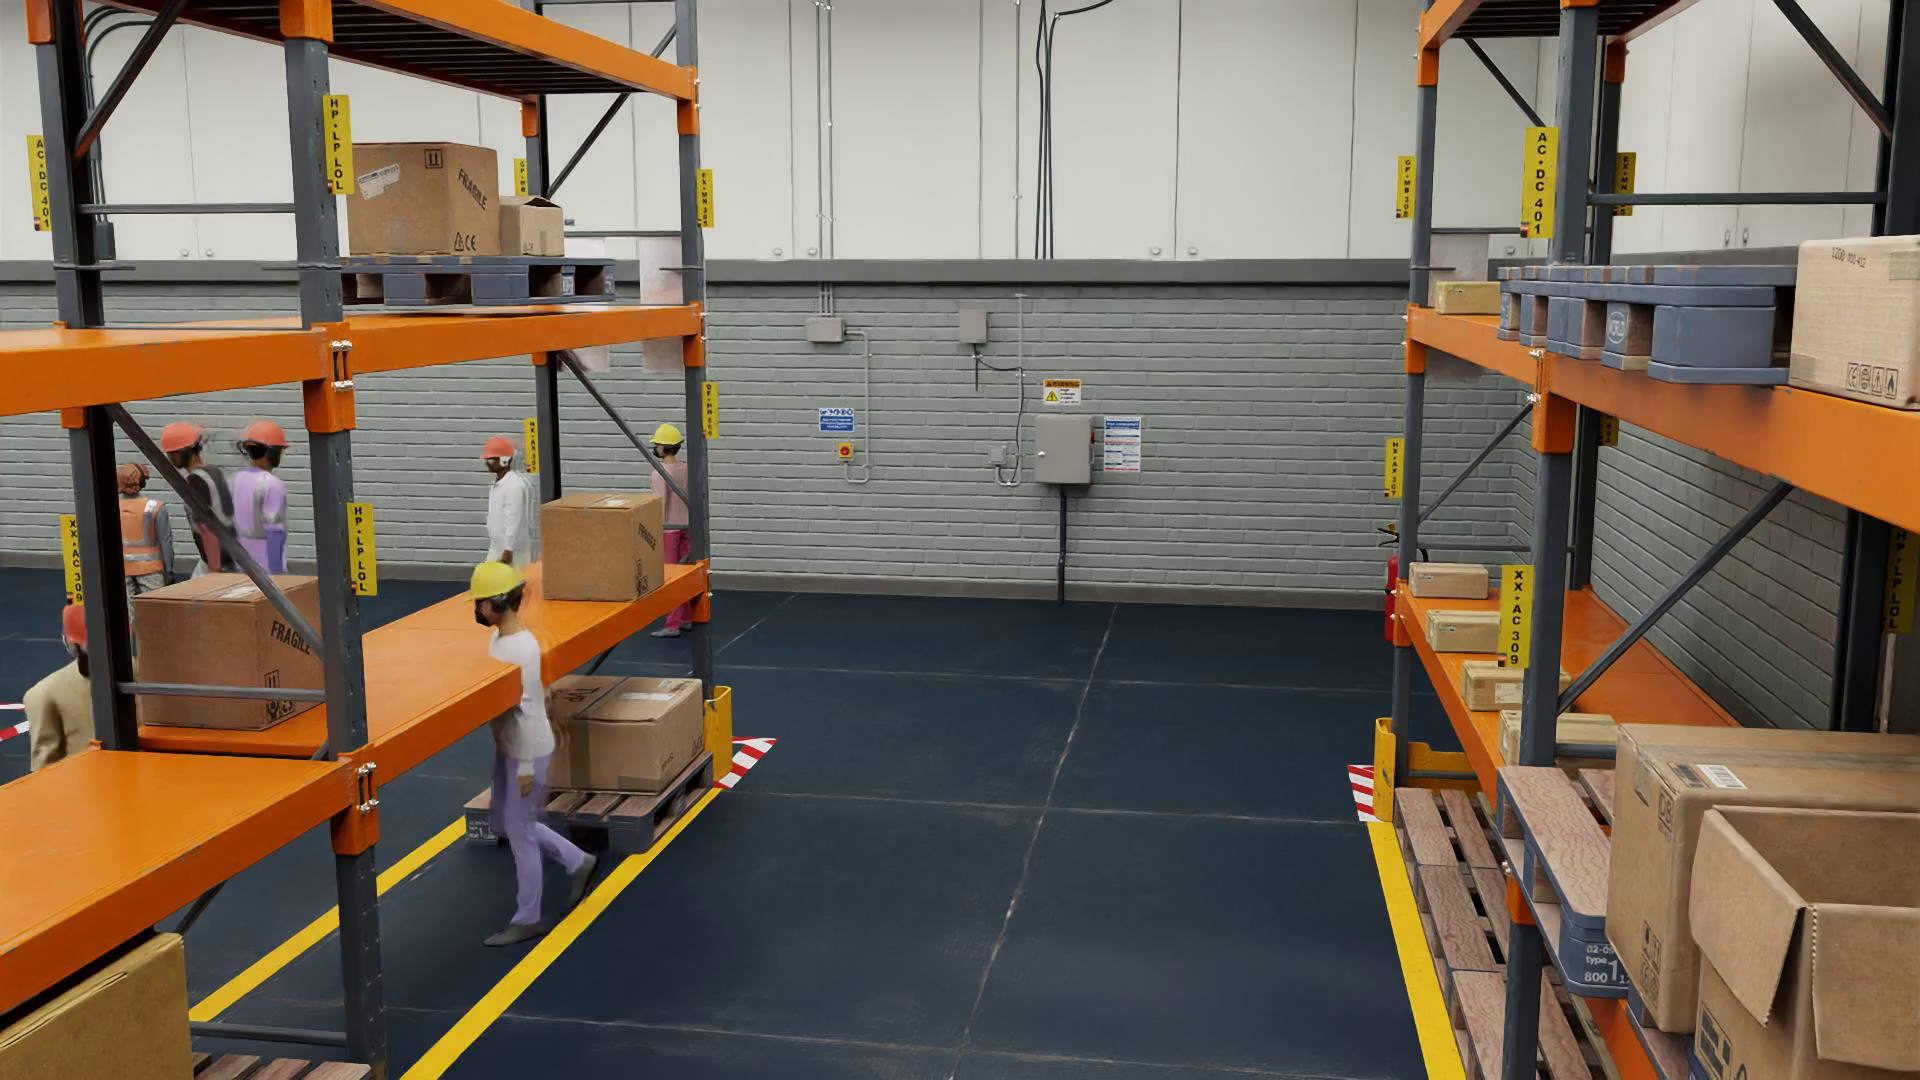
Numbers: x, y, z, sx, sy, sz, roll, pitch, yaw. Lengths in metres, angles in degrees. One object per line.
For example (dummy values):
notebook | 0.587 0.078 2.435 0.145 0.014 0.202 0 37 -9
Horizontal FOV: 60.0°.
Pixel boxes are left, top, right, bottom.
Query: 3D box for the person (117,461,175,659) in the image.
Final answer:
person | -6.031 0.245 12.217 0.515 1.641 0.309 -1 9 -5

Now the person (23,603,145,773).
person | -3.477 1.071 6.828 0.336 1.740 0.607 5 11 30

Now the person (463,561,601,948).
person | -1.949 0.949 7.559 0.514 1.742 0.531 -6 11 -32

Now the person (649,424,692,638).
person | -2.402 -0.074 13.788 0.296 1.772 0.533 3 10 20
